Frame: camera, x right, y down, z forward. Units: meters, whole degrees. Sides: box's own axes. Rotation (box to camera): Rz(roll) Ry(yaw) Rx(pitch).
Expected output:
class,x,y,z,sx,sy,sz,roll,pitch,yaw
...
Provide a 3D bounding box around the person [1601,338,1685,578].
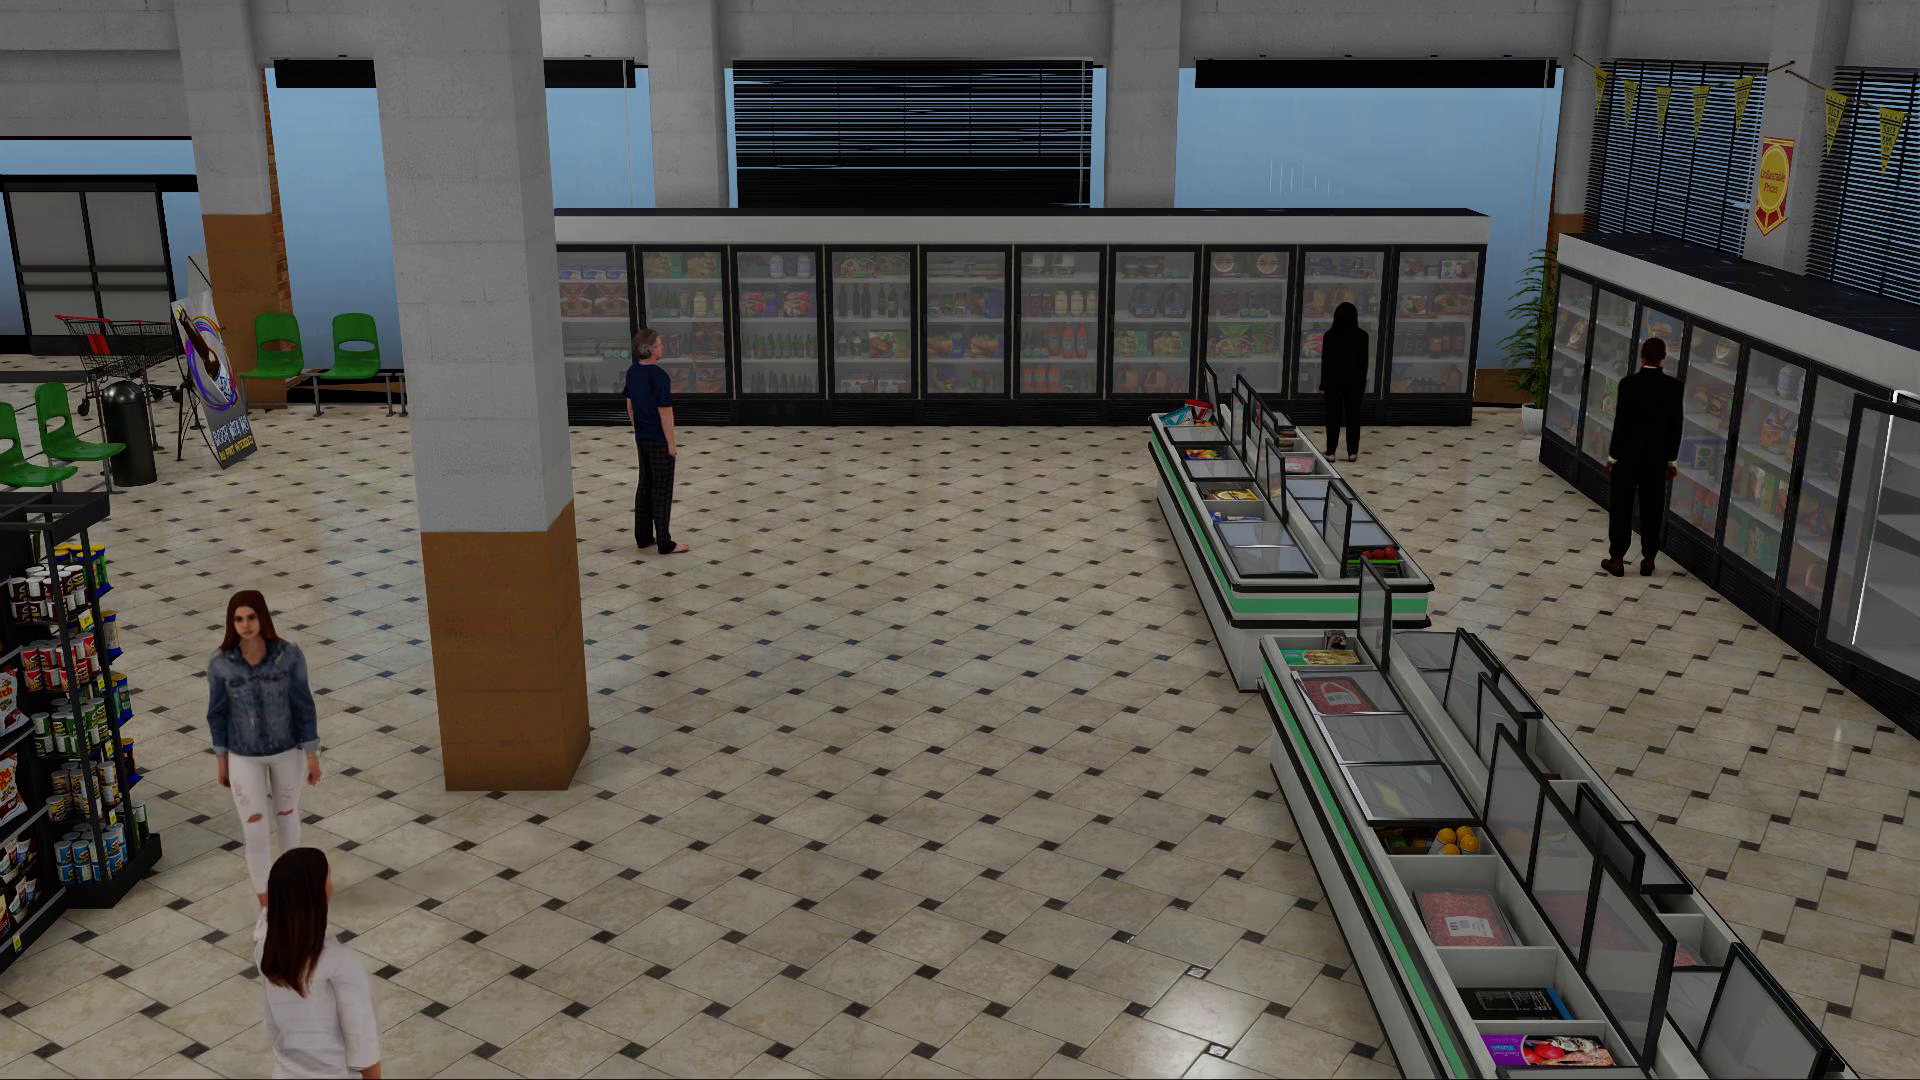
class,x,y,z,sx,sy,sz,roll,pitch,yaw
person,5.401,-0.660,13.191,0.733,1.904,0.638,2,17,7

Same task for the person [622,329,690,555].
class,x,y,z,sx,sy,sz,roll,pitch,yaw
person,-2.538,-0.823,13.784,0.722,1.871,0.772,15,23,41

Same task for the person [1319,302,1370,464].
class,x,y,z,sx,sy,sz,roll,pitch,yaw
person,3.864,-1.588,16.741,0.631,1.616,0.603,0,17,1

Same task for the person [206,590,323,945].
class,x,y,z,sx,sy,sz,roll,pitch,yaw
person,-3.353,1.017,8.051,0.836,1.681,0.992,-7,18,-21

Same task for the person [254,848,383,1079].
class,x,y,z,sx,sy,sz,roll,pitch,yaw
person,-2.092,1.813,5.428,0.727,1.683,0.738,7,18,21
